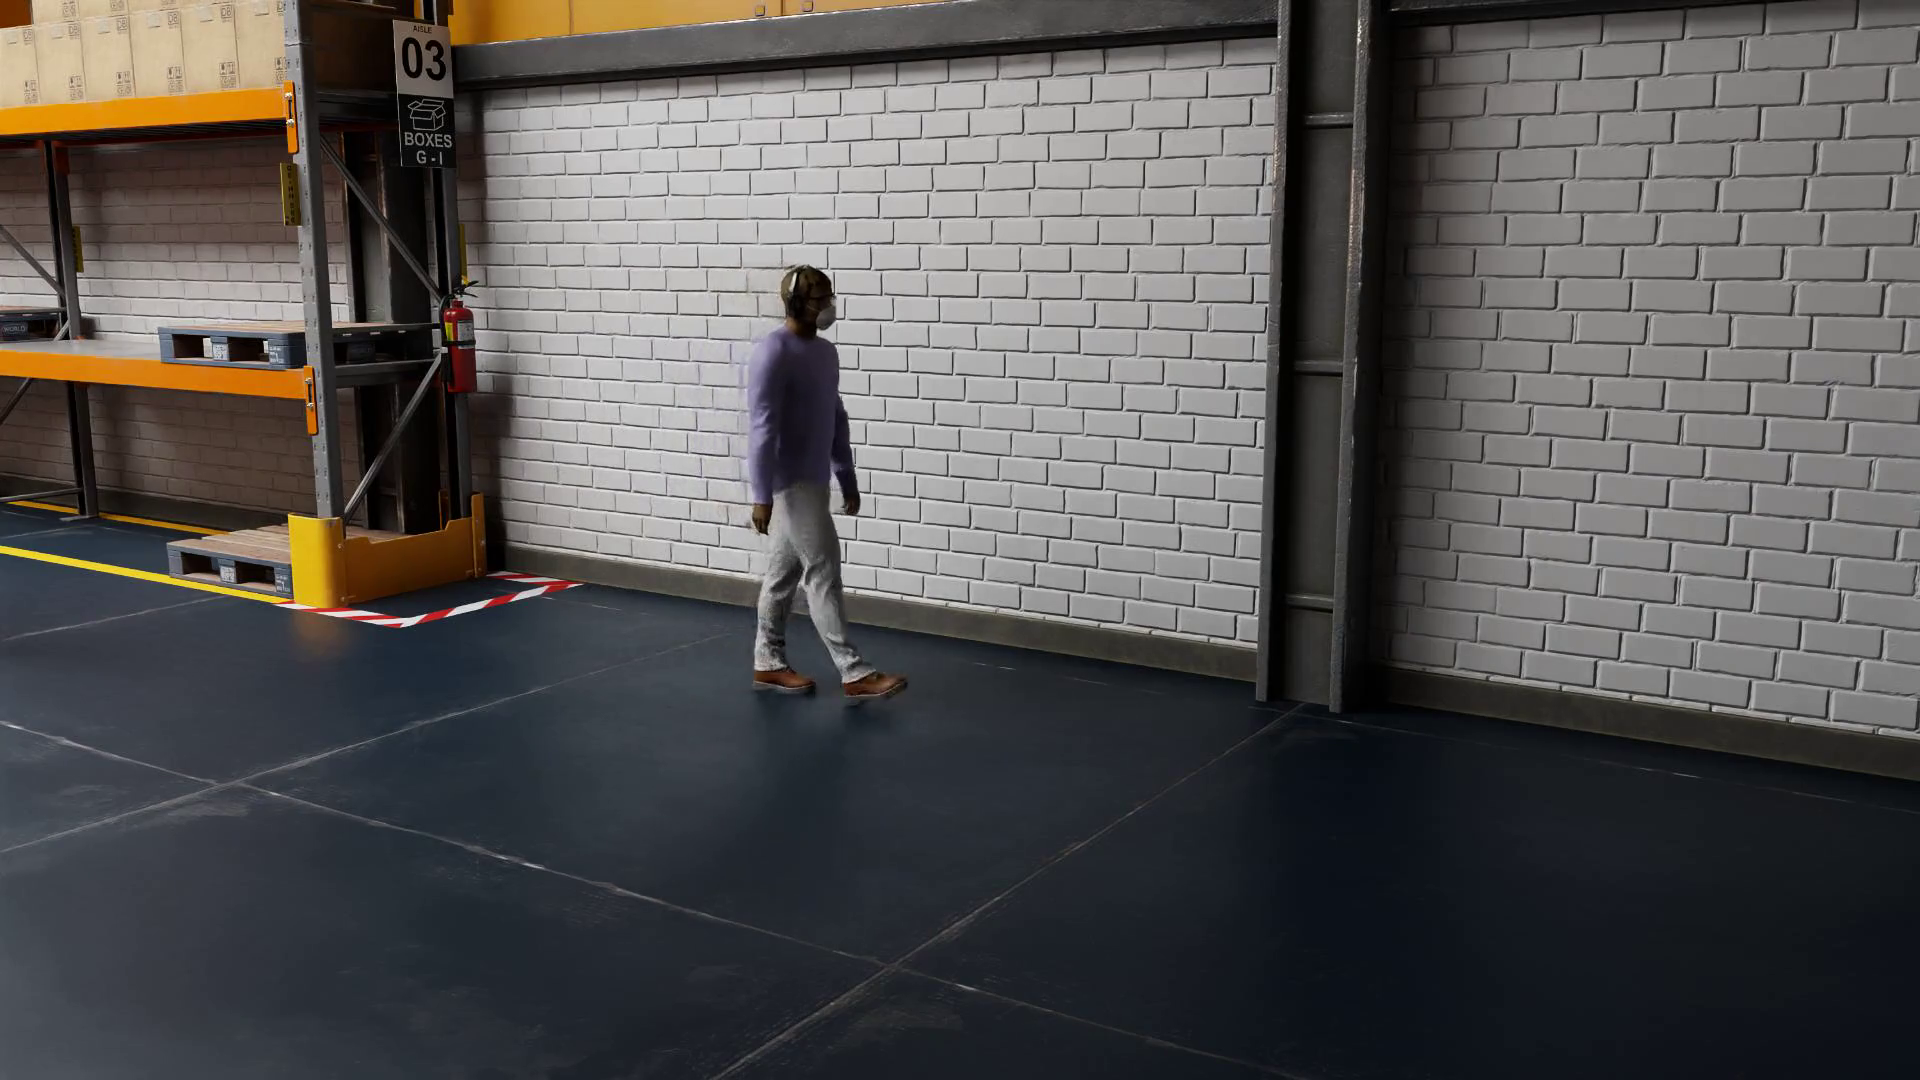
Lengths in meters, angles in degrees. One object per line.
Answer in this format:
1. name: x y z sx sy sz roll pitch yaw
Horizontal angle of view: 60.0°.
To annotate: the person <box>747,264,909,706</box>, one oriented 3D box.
1. person: -0.557 -0.226 7.245 0.900 1.906 0.655 3 11 18
